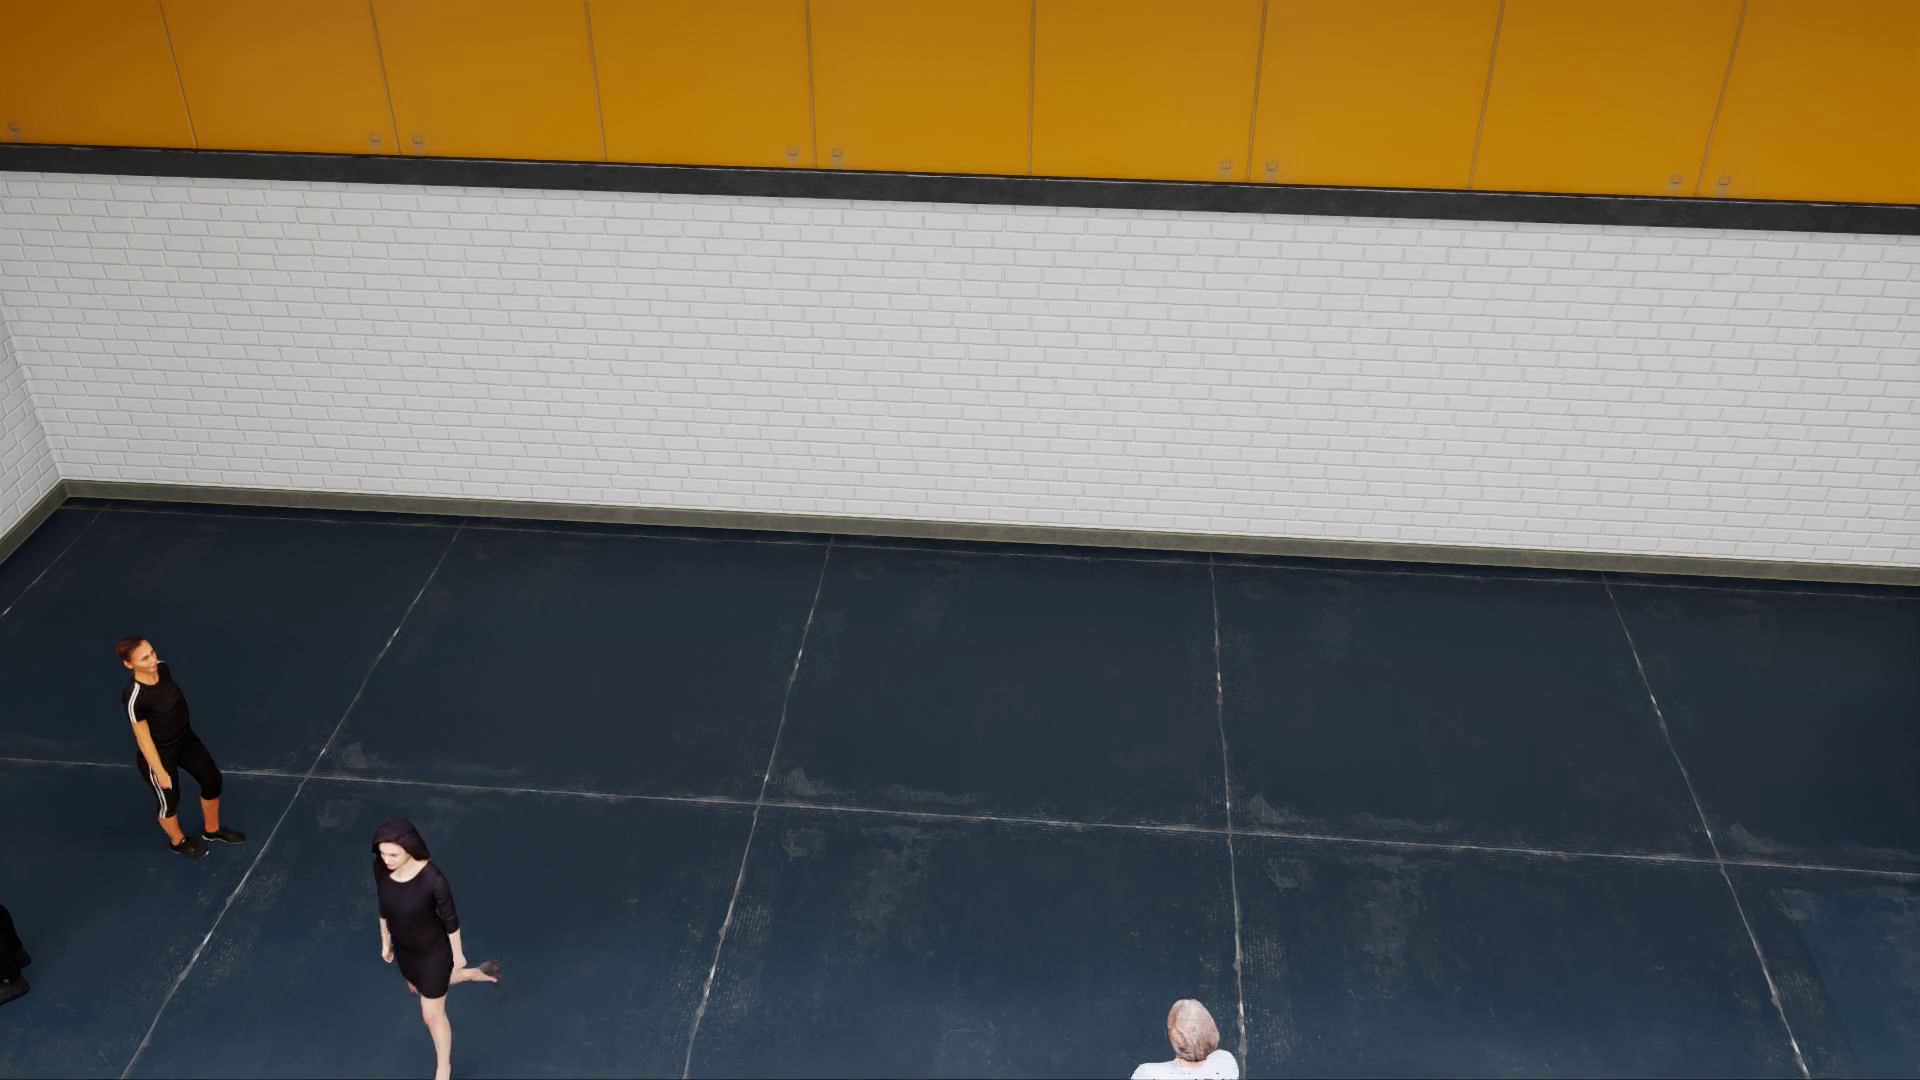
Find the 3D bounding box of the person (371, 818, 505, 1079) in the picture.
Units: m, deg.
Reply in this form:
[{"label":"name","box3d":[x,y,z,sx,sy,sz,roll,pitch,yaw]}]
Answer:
[{"label":"person","box3d":[-2.687,2.059,8.524,0.856,1.779,1.092,15,37,22]}]

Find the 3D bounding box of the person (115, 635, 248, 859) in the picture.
[{"label":"person","box3d":[-4.781,1.232,9.880,0.686,1.655,0.625,5,34,8]}]

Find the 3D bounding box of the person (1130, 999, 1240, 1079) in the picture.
[{"label":"person","box3d":[0.975,2.812,7.340,1.001,1.836,1.293,-11,35,-17]}]
